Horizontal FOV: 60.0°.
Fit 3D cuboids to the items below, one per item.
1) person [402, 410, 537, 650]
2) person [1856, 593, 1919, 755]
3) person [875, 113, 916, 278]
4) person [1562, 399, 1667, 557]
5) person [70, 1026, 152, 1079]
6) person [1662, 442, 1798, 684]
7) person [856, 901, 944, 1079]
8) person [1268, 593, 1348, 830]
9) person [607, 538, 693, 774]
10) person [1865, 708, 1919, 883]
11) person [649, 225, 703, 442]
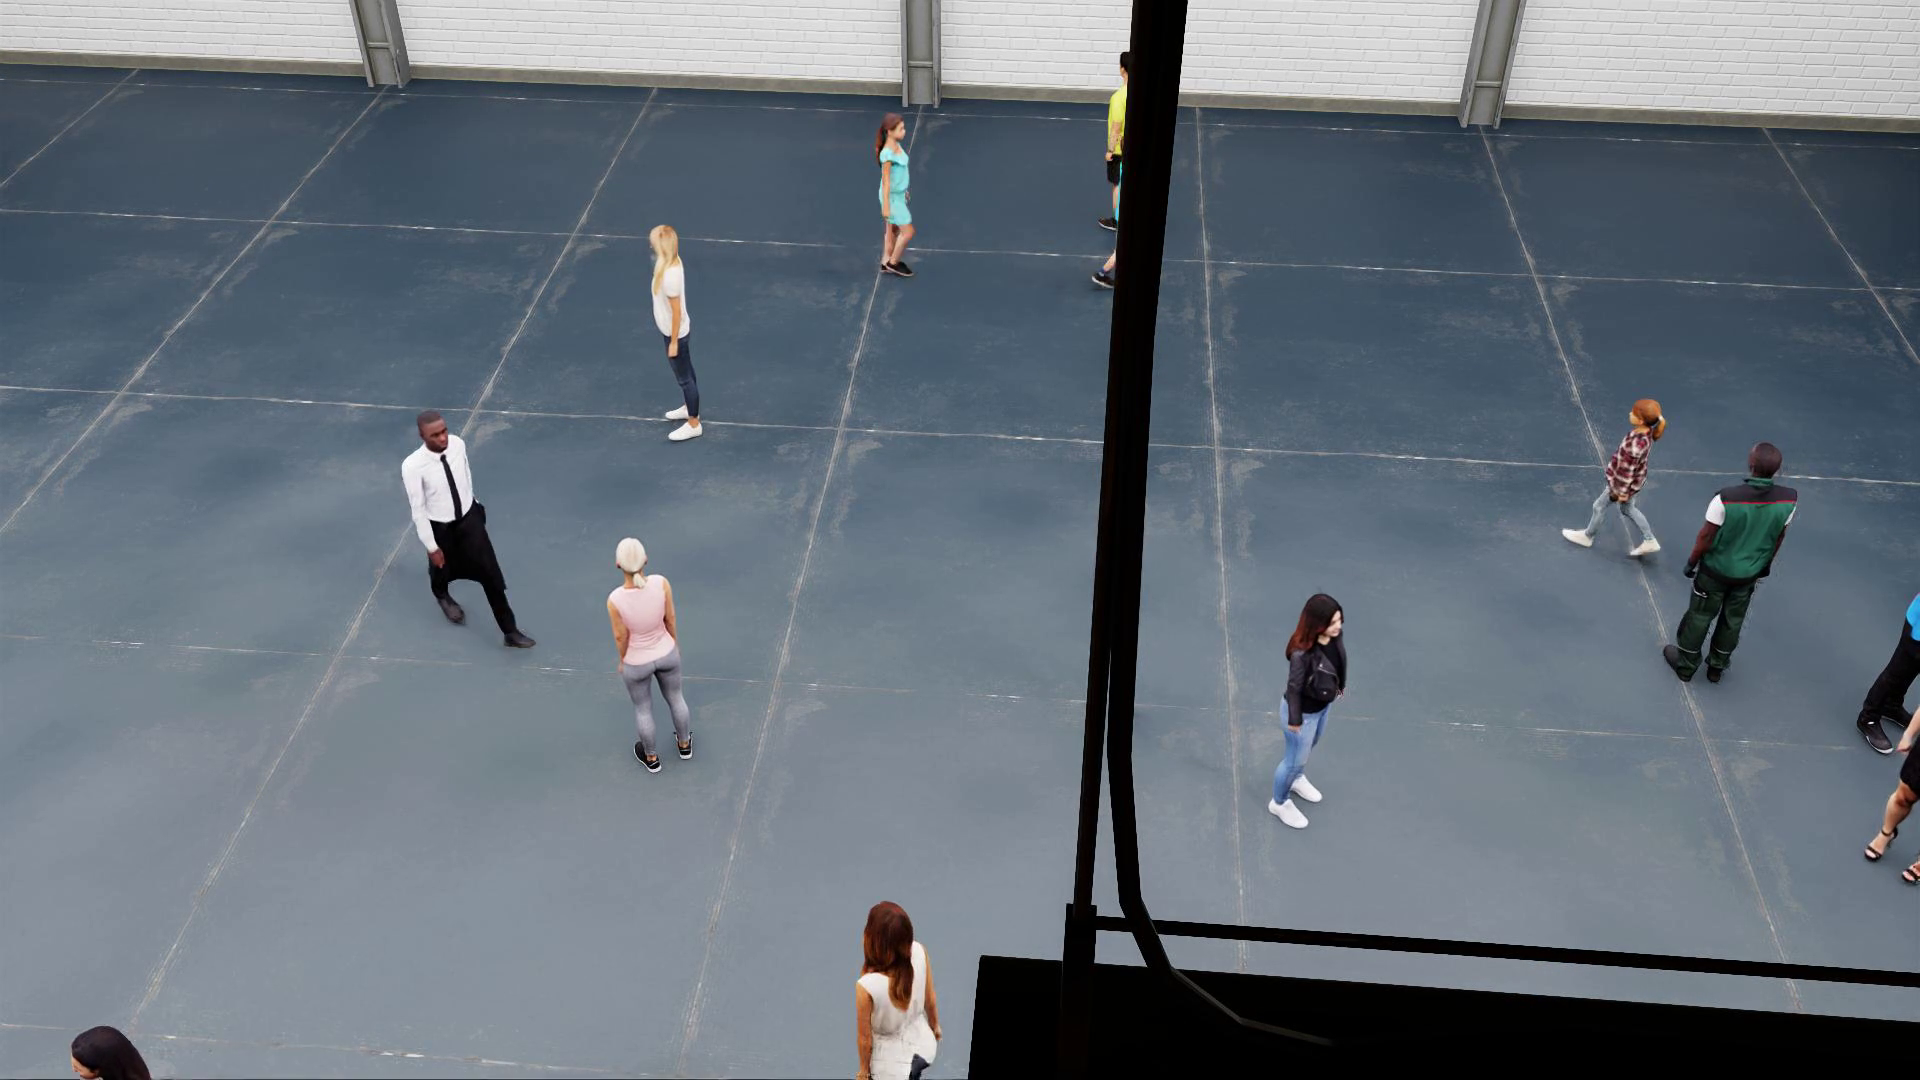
[{"bbox_3d":[-3.402,-0.115,10.933,1.322,1.785,1.165,29,47,32],"label":"person"},{"bbox_3d":[5.925,0.502,10.154,0.673,1.793,0.756,-22,44,-25],"label":"person"},{"bbox_3d":[-0.661,-3.069,14.817,0.575,1.552,0.567,6,39,7],"label":"person"},{"bbox_3d":[4.756,-0.410,11.697,0.973,1.292,0.800,23,44,26],"label":"person"},{"bbox_3d":[-3.517,2.706,7.493,1.230,1.670,1.040,-18,42,-22],"label":"person"},{"bbox_3d":[4.914,0.159,10.545,0.530,1.839,0.777,5,39,6],"label":"person"},{"bbox_3d":[-0.225,2.447,7.747,0.976,1.756,0.900,31,48,33],"label":"person"},{"bbox_3d":[2.029,0.946,9.726,0.753,1.633,0.732,26,46,29],"label":"person"},{"bbox_3d":[-1.863,0.692,9.969,0.612,1.726,0.706,-17,42,-20],"label":"person"},{"bbox_3d":[5.509,1.245,9.292,0.780,1.707,0.759,-18,42,-22],"label":"person"},{"bbox_3d":[-2.175,-1.606,12.783,0.593,1.807,0.643,-7,39,-8],"label":"person"}]
